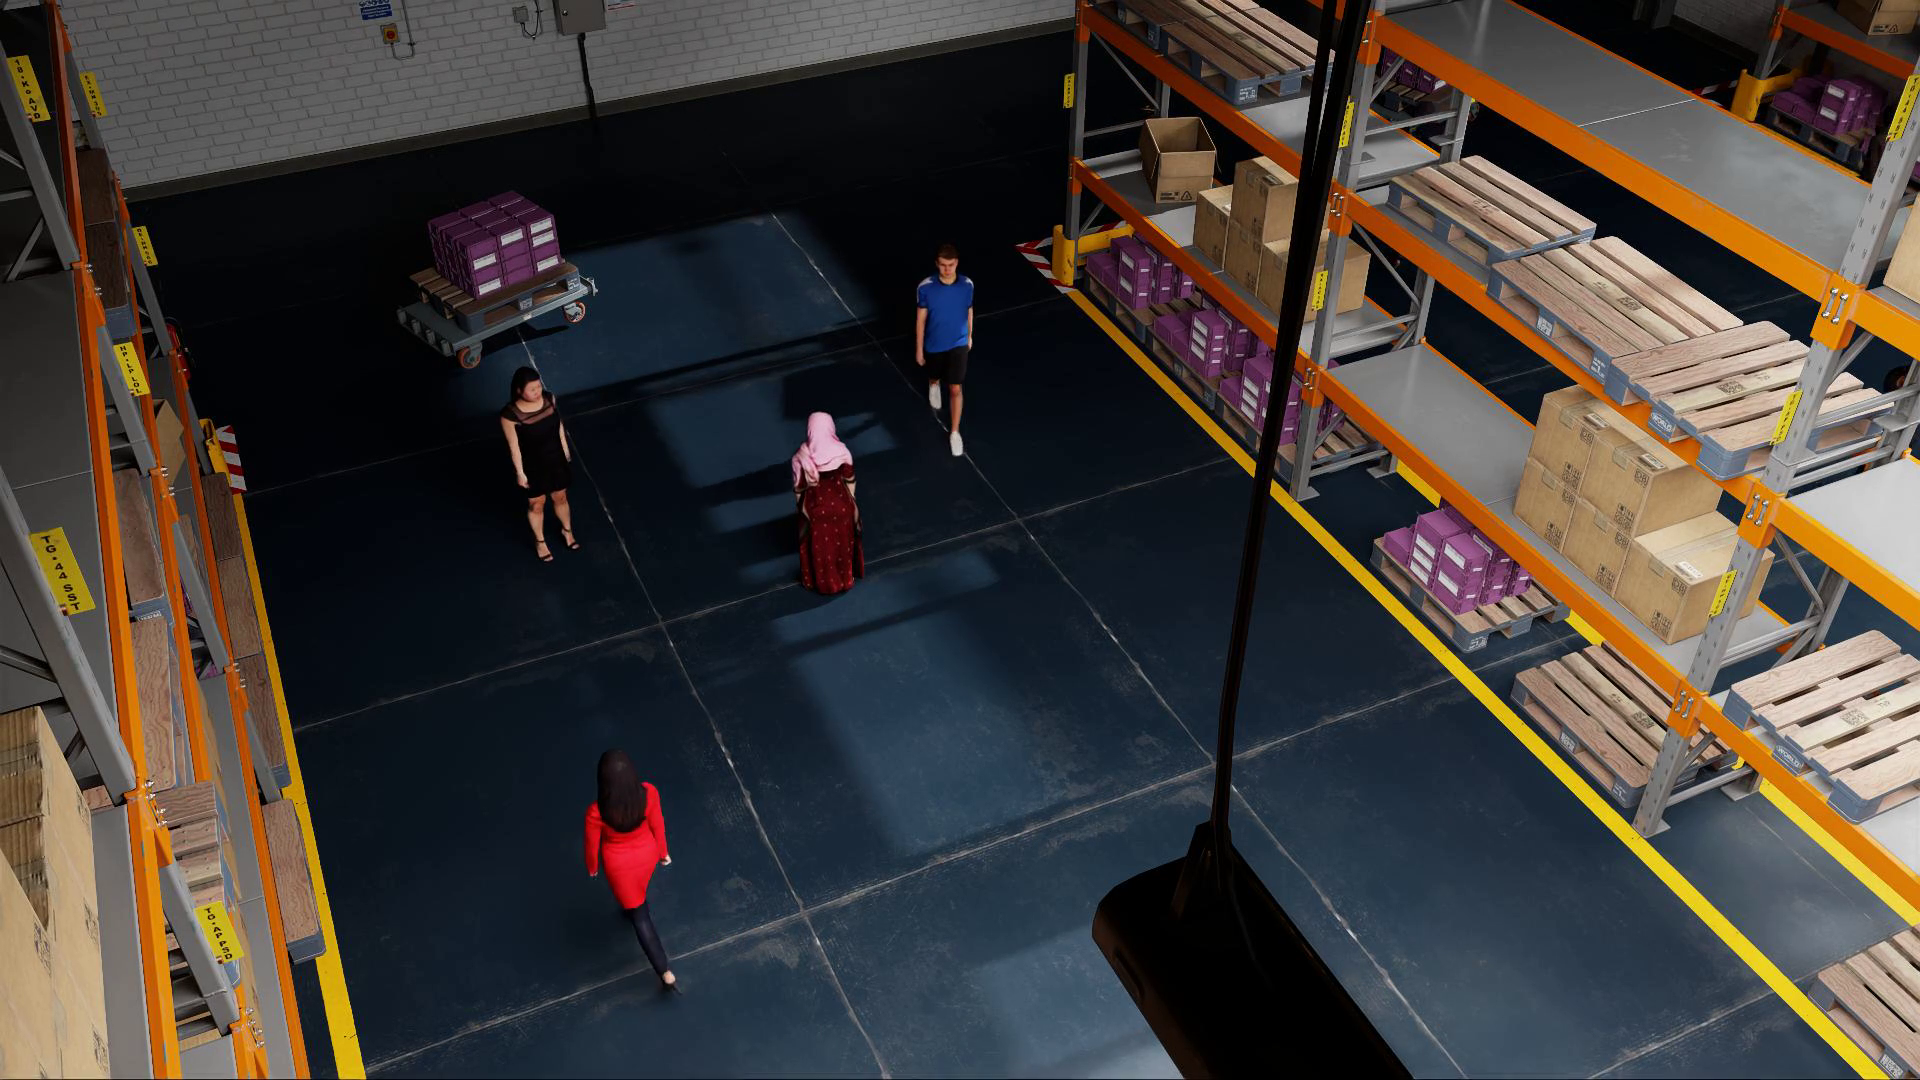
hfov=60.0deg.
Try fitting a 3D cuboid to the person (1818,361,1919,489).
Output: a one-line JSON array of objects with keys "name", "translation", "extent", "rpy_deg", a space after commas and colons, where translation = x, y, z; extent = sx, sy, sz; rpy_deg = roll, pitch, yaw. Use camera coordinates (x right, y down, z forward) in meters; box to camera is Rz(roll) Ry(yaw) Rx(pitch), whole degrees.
[{"name": "person", "translation": [7.322, -0.865, 12.912], "extent": [0.930, 1.815, 0.864], "rpy_deg": [23, 44, 26]}]

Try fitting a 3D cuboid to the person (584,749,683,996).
[{"name": "person", "translation": [-1.847, 1.913, 9.516], "extent": [0.725, 1.710, 1.101], "rpy_deg": [-22, 44, -25]}]

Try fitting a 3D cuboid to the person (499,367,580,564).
[{"name": "person", "translation": [-3.217, -0.579, 12.633], "extent": [0.708, 1.715, 0.724], "rpy_deg": [31, 48, 33]}]

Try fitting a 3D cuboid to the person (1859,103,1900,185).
[{"name": "person", "translation": [8.968, -3.560, 16.437], "extent": [0.745, 1.627, 1.114], "rpy_deg": [-10, 40, -12]}]

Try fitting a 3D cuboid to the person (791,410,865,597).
[{"name": "person", "translation": [-0.989, -0.268, 12.305], "extent": [0.741, 1.639, 0.719], "rpy_deg": [-3, 39, -4]}]

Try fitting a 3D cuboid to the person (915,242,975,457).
[{"name": "person", "translation": [-0.137, -1.705, 13.959], "extent": [0.930, 1.821, 1.331], "rpy_deg": [-4, 39, -4]}]

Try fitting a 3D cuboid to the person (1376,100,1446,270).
[{"name": "person", "translation": [4.423, -3.316, 15.998], "extent": [0.873, 1.792, 1.147], "rpy_deg": [-25, 45, -28]}]
